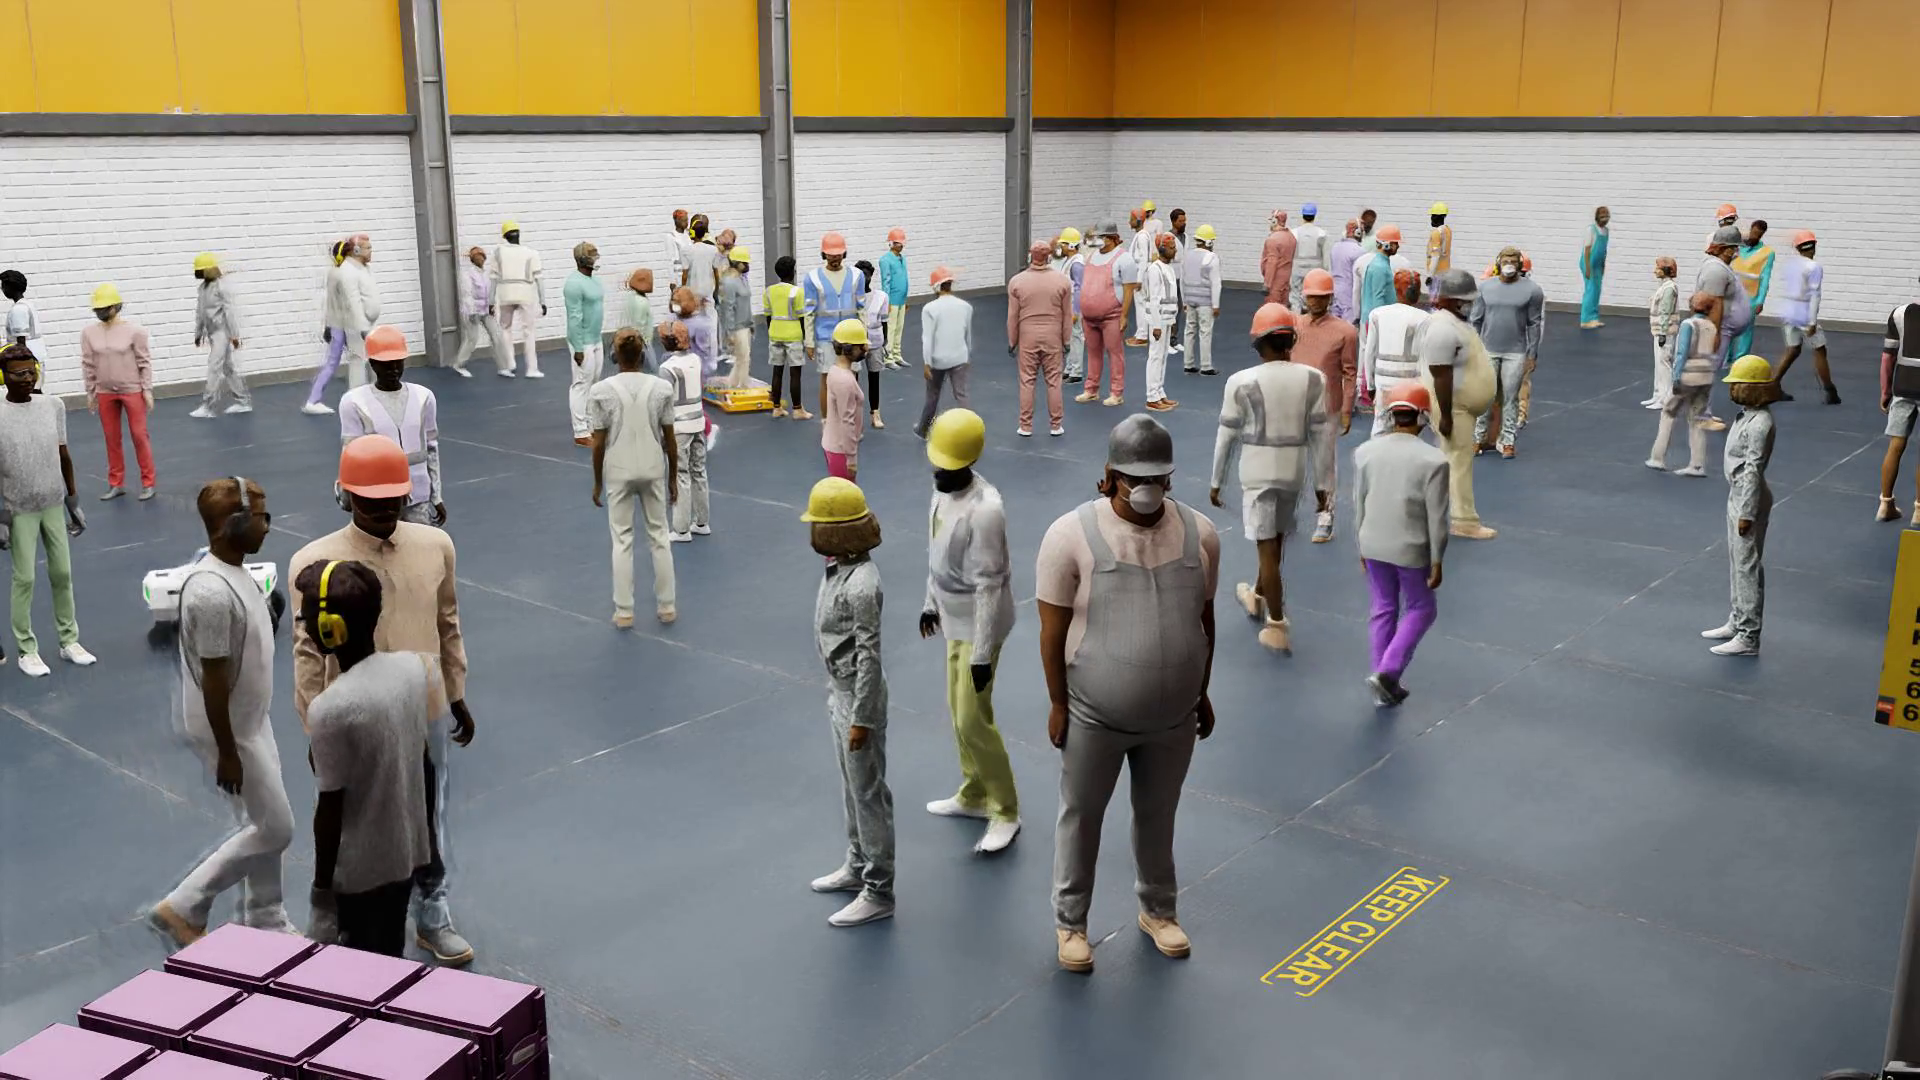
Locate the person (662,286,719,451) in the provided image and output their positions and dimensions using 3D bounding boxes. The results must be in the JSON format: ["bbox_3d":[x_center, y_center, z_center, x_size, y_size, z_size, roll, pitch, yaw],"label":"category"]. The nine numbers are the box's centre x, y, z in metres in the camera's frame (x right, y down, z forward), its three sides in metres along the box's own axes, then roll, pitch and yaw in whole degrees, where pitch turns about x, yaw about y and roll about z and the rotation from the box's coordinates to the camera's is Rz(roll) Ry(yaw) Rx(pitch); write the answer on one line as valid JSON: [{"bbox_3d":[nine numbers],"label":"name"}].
[{"bbox_3d":[-2.420,-1.504,15.044,0.510,1.611,0.618,11,18,37],"label":"person"}]

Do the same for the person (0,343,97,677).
[{"bbox_3d":[-5.127,-0.169,9.230,0.328,1.861,0.502,8,16,30],"label":"person"}]

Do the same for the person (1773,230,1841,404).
[{"bbox_3d":[9.309,-2.425,18.207,0.682,1.875,0.626,-2,14,-10],"label":"person"}]

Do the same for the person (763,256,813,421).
[{"bbox_3d":[-1.778,-2.076,17.166,0.535,1.699,0.318,8,16,30],"label":"person"}]

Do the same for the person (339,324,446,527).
[{"bbox_3d":[-3.162,-0.243,9.355,0.542,1.938,0.358,-11,18,-37],"label":"person"}]

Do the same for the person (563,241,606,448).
[{"bbox_3d":[-3.534,-1.852,15.783,0.376,1.940,0.629,2,14,8],"label":"person"}]

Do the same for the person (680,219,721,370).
[{"bbox_3d":[-3.229,-3.040,20.661,0.531,1.875,0.322,-7,16,-27],"label":"person"}]

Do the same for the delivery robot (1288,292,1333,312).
[{"bbox_3d":[5.523,-3.768,26.046,0.707,0.478,0.477,7,15,26],"label":"delivery robot"}]

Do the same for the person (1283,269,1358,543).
[{"bbox_3d":[2.576,-0.978,12.172,0.624,1.993,0.388,9,17,31],"label":"person"}]

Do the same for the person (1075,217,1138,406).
[{"bbox_3d":[1.553,-2.485,18.105,0.682,2.000,0.537,13,19,43],"label":"person"}]

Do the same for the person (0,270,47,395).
[{"bbox_3d":[-8.795,-1.700,15.690,0.321,1.686,0.539,-6,15,-21],"label":"person"}]

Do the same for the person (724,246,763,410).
[{"bbox_3d":[-2.340,-2.260,17.791,0.452,1.759,0.541,3,14,12],"label":"person"}]

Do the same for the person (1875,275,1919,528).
[{"bbox_3d":[7.332,-1.121,12.653,0.392,2.039,0.612,-10,17,-33],"label":"person"}]

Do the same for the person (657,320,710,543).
[{"bbox_3d":[-2.030,-0.793,12.176,0.313,1.634,0.514,6,15,22],"label":"person"}]

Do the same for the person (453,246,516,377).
[{"bbox_3d":[-5.819,-2.747,20.040,0.692,1.604,0.551,8,16,29],"label":"person"}]

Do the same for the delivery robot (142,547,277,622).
[{"bbox_3d":[-4.437,0.286,9.856,0.707,0.478,0.477,-4,15,-16],"label":"delivery robot"}]

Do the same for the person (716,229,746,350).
[{"bbox_3d":[-3.137,-3.376,22.501,0.520,1.630,0.315,2,14,8],"label":"person"}]

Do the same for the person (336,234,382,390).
[{"bbox_3d":[-6.218,-2.274,17.575,0.617,1.888,0.661,1,14,3],"label":"person"}]

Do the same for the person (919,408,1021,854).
[{"bbox_3d":[0.017,0.352,7.068,0.416,1.900,0.767,-4,15,-15],"label":"person"}]

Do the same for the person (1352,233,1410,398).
[{"bbox_3d":[4.680,-2.507,18.473,0.641,1.905,0.407,7,16,27],"label":"person"}]

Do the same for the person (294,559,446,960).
[{"bbox_3d":[-1.647,0.950,4.785,0.552,1.847,0.523,3,14,12],"label":"person"}]

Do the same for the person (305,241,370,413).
[{"bbox_3d":[-6.567,-2.251,17.644,0.926,1.816,0.494,-7,16,-26],"label":"person"}]

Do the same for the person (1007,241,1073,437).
[{"bbox_3d":[0.778,-1.957,16.266,0.640,1.910,0.407,0,14,0],"label":"person"}]

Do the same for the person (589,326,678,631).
[{"bbox_3d":[-1.957,-0.366,10.033,0.514,1.843,0.330,-5,15,-20],"label":"person"}]

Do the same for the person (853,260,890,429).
[{"bbox_3d":[-0.957,-1.948,16.653,0.533,1.697,0.319,-4,15,-15],"label":"person"}]

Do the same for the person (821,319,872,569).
[{"bbox_3d":[-0.753,-0.601,11.152,0.344,1.757,0.519,-3,14,-11],"label":"person"}]

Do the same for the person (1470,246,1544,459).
[{"bbox_3d":[4.967,-1.713,15.224,0.633,1.939,0.355,6,15,23],"label":"person"}]

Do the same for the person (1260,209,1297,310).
[{"bbox_3d":[4.217,-3.456,22.257,0.408,1.906,0.652,10,17,36],"label":"person"}]

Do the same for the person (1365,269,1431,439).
[{"bbox_3d":[3.542,-1.239,13.441,0.337,1.882,0.585,-13,19,-43],"label":"person"}]

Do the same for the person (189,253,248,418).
[{"bbox_3d":[-7.841,-2.125,17.342,0.521,1.699,0.832,10,17,35],"label":"person"}]

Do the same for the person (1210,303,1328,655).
[{"bbox_3d":[1.772,-0.394,9.827,0.632,1.997,0.999,-4,15,-15],"label":"person"}]

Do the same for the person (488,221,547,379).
[{"bbox_3d":[-5.358,-2.897,20.103,0.693,1.866,0.682,-4,14,-14],"label":"person"}]

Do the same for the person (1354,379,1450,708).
[{"bbox_3d":[2.291,0.031,8.664,0.427,1.731,0.568,-13,19,-43],"label":"person"}]
